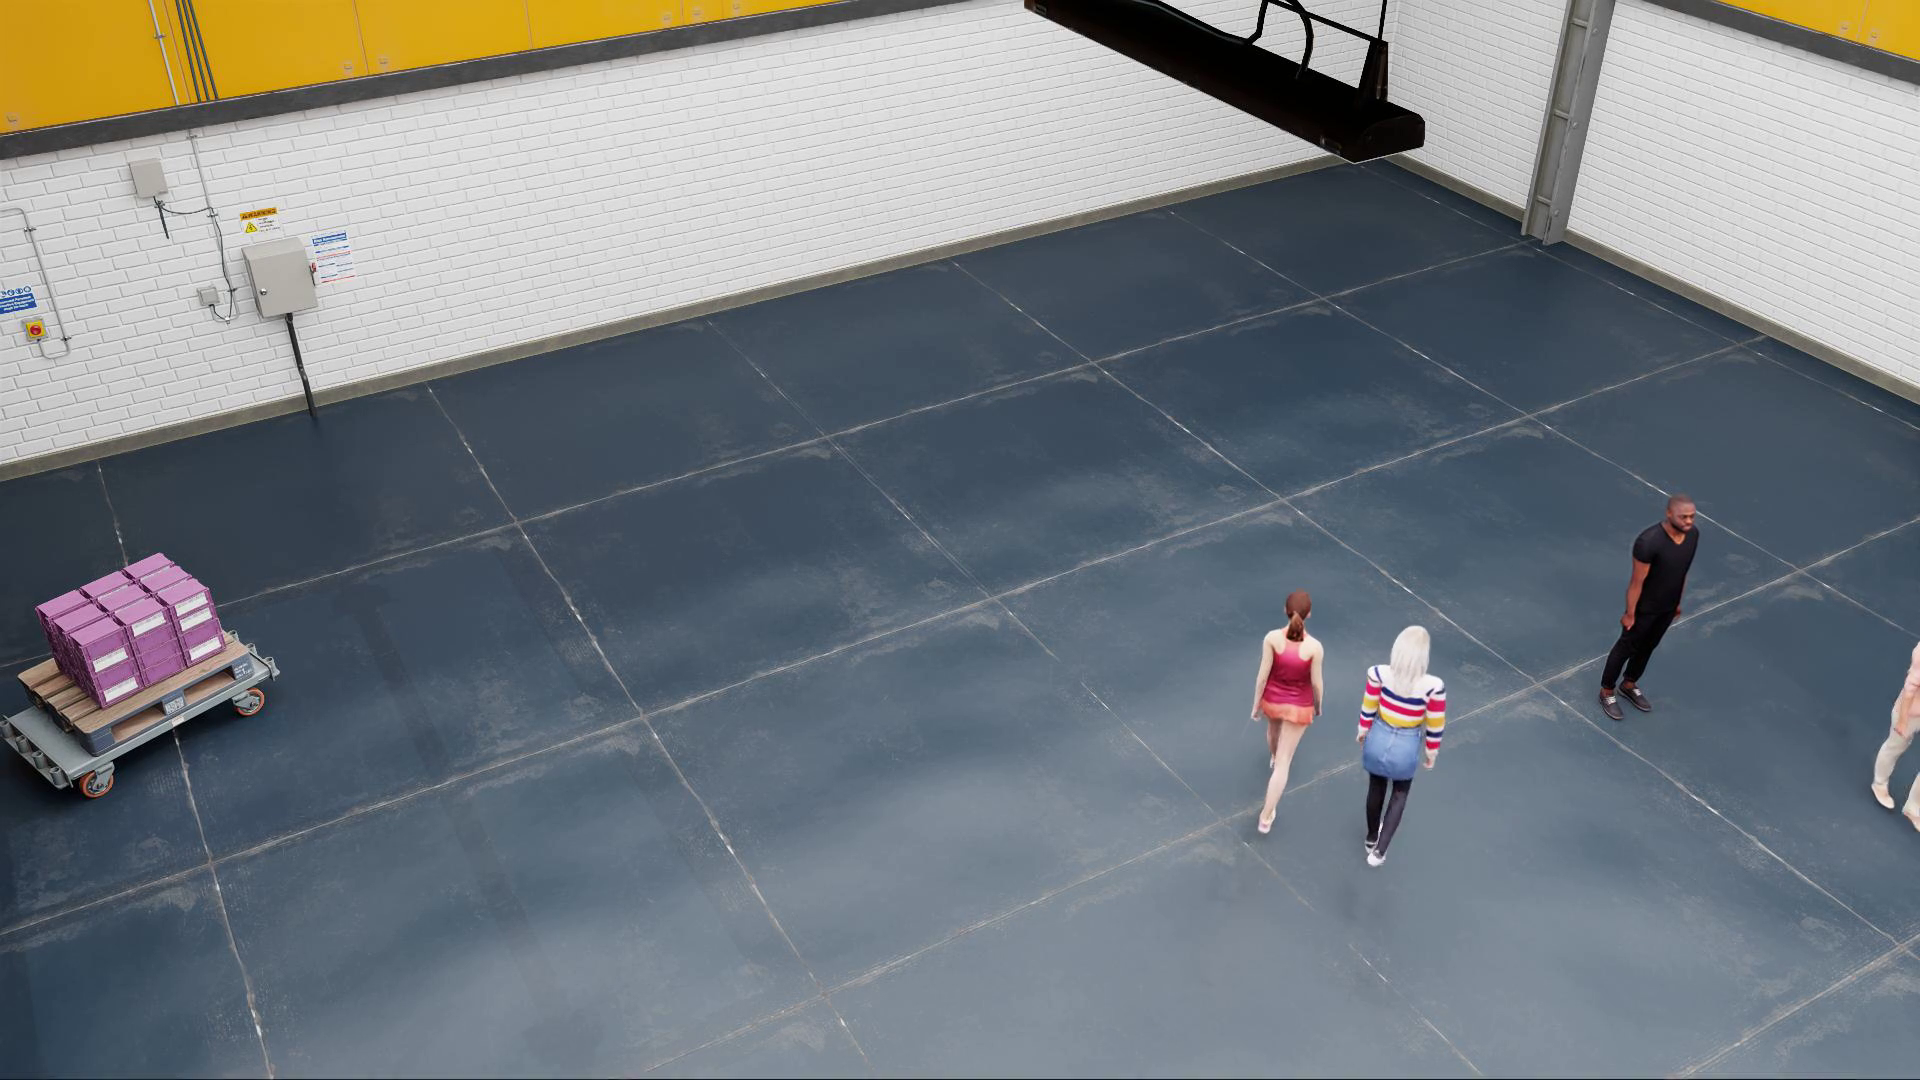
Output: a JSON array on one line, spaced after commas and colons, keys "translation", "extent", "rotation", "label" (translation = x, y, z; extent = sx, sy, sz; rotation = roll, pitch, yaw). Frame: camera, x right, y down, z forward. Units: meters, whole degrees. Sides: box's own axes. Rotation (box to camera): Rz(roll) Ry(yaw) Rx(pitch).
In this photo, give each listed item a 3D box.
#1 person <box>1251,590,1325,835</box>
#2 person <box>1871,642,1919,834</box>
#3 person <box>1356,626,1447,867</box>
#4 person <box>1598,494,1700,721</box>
[{"translation": [2.110, 1.139, 10.848], "extent": [1.130, 1.701, 1.087], "rotation": [13, 36, 19], "label": "person"}, {"translation": [6.324, 1.058, 10.960], "extent": [0.817, 1.710, 0.912], "rotation": [0, 34, 0], "label": "person"}, {"translation": [2.697, 1.349, 10.447], "extent": [0.899, 1.796, 0.948], "rotation": [14, 36, 20], "label": "person"}, {"translation": [4.898, 0.448, 11.781], "extent": [0.695, 1.819, 0.588], "rotation": [-12, 36, -18], "label": "person"}]
